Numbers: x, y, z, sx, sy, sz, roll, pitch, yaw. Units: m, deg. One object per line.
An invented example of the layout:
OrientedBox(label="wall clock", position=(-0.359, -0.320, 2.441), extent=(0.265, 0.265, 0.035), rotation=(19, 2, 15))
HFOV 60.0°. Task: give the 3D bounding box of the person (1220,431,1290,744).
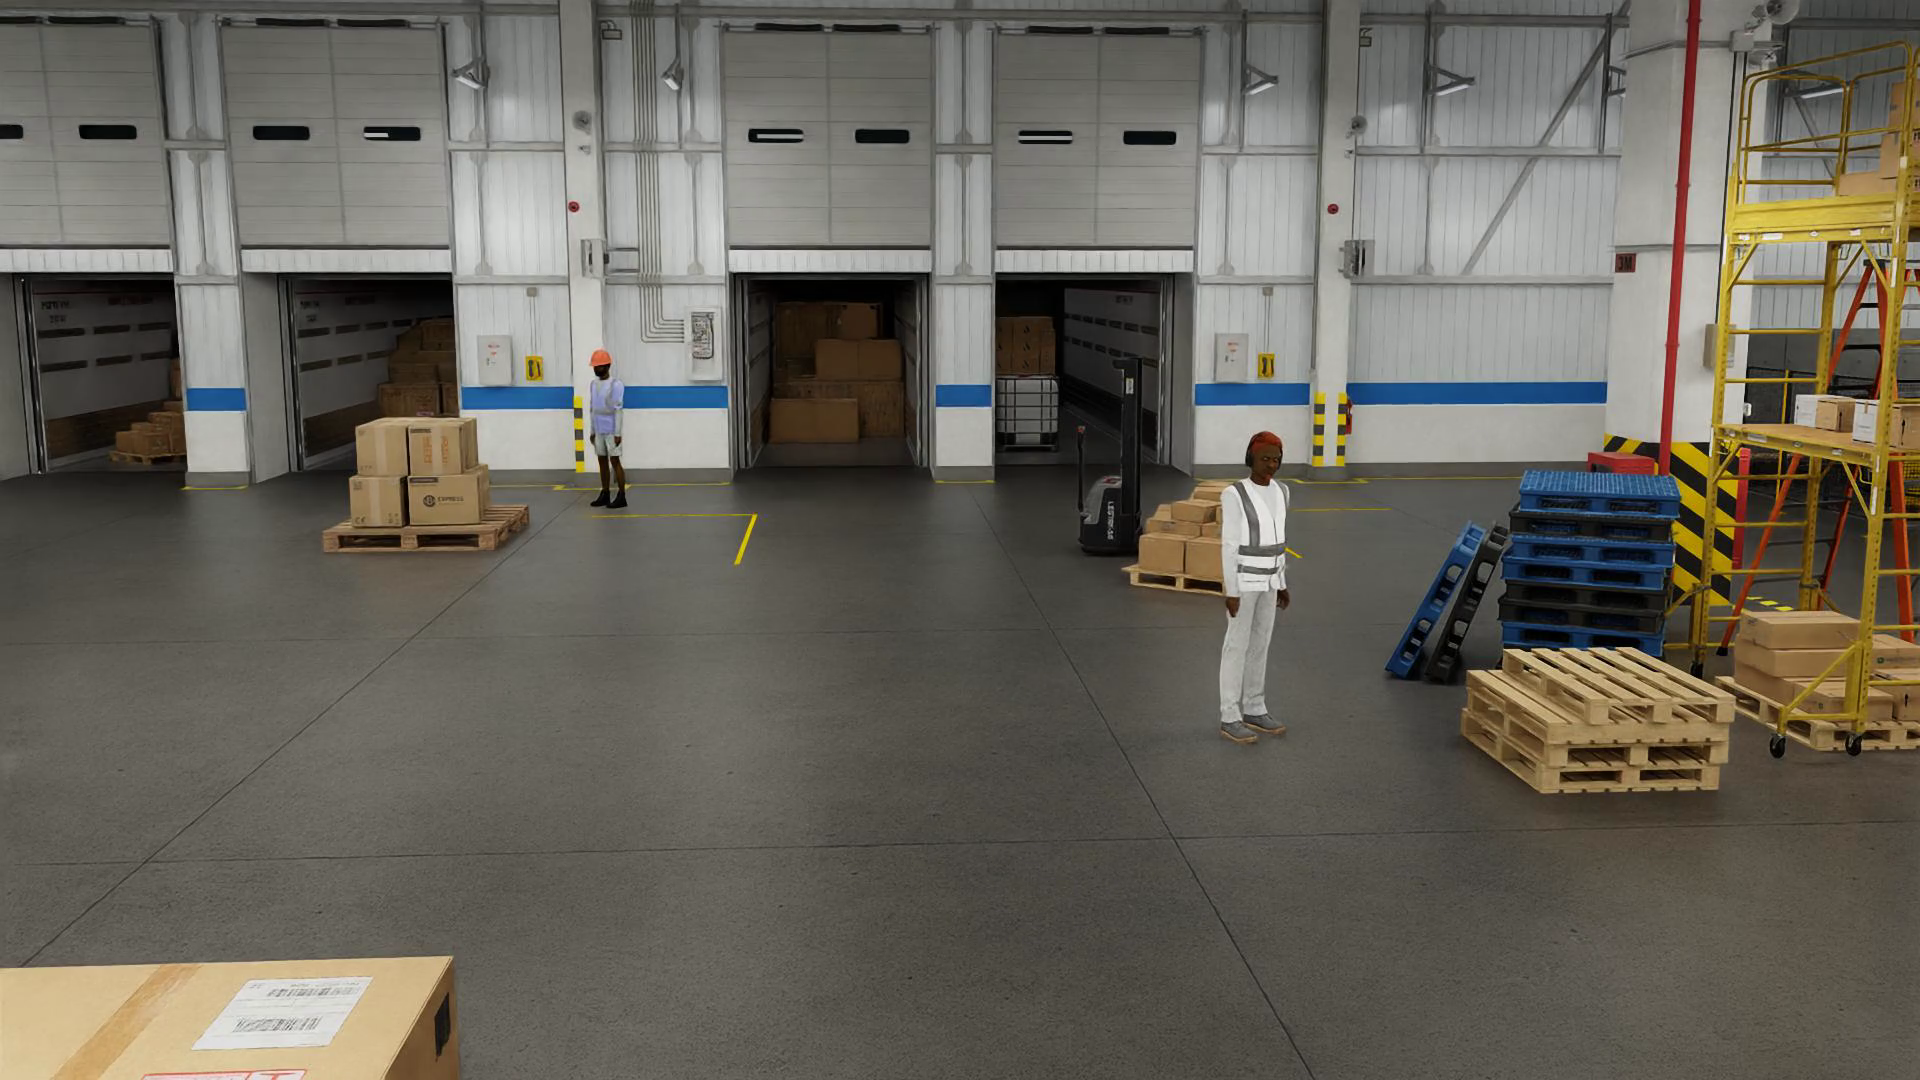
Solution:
OrientedBox(label="person", position=(1.802, 0.277, 10.125), extent=(0.573, 1.884, 0.359), rotation=(-8, 12, -41))

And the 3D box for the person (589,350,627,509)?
OrientedBox(label="person", position=(-4.298, -1.339, 20.149), extent=(0.546, 1.927, 0.389), rotation=(7, 11, 37))

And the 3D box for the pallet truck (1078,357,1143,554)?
OrientedBox(label="pallet truck", position=(2.088, -0.836, 16.757), extent=(1.885, 1.965, 0.823), rotation=(2, 9, 13))
